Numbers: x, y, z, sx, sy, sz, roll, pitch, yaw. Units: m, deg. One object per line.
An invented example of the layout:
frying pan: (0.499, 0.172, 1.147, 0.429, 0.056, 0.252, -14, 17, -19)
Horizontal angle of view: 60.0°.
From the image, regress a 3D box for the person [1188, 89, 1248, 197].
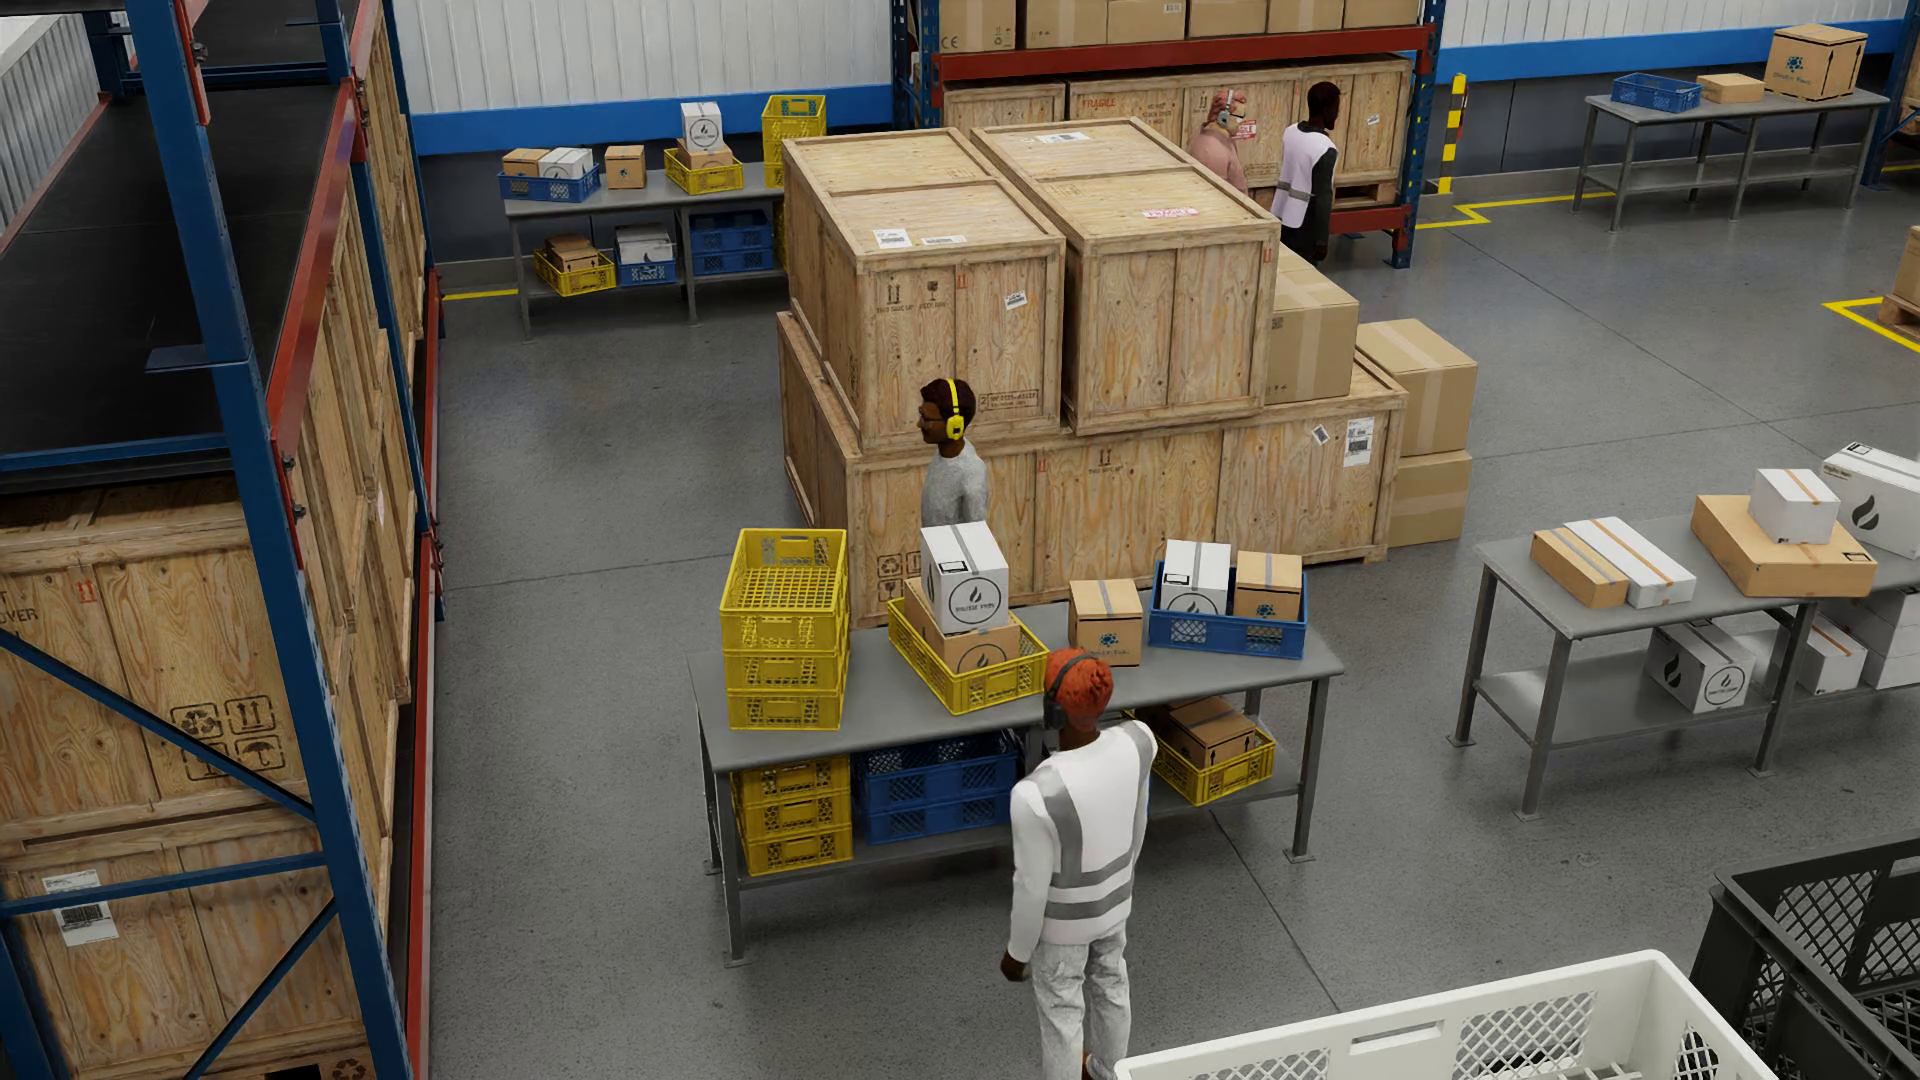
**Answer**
person: (1.710, -2.057, 11.145, 0.406, 1.903, 0.638, 0, 29, 0)

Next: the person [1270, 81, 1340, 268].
person: (2.322, -2.151, 11.311, 0.389, 1.911, 0.591, -9, 30, -15)

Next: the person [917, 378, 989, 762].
person: (-0.044, 0.170, 7.133, 0.326, 1.874, 0.519, -9, 30, -16)

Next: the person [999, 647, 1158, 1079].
person: (0.362, 1.168, 5.309, 0.574, 1.883, 0.361, -23, 36, -36)
